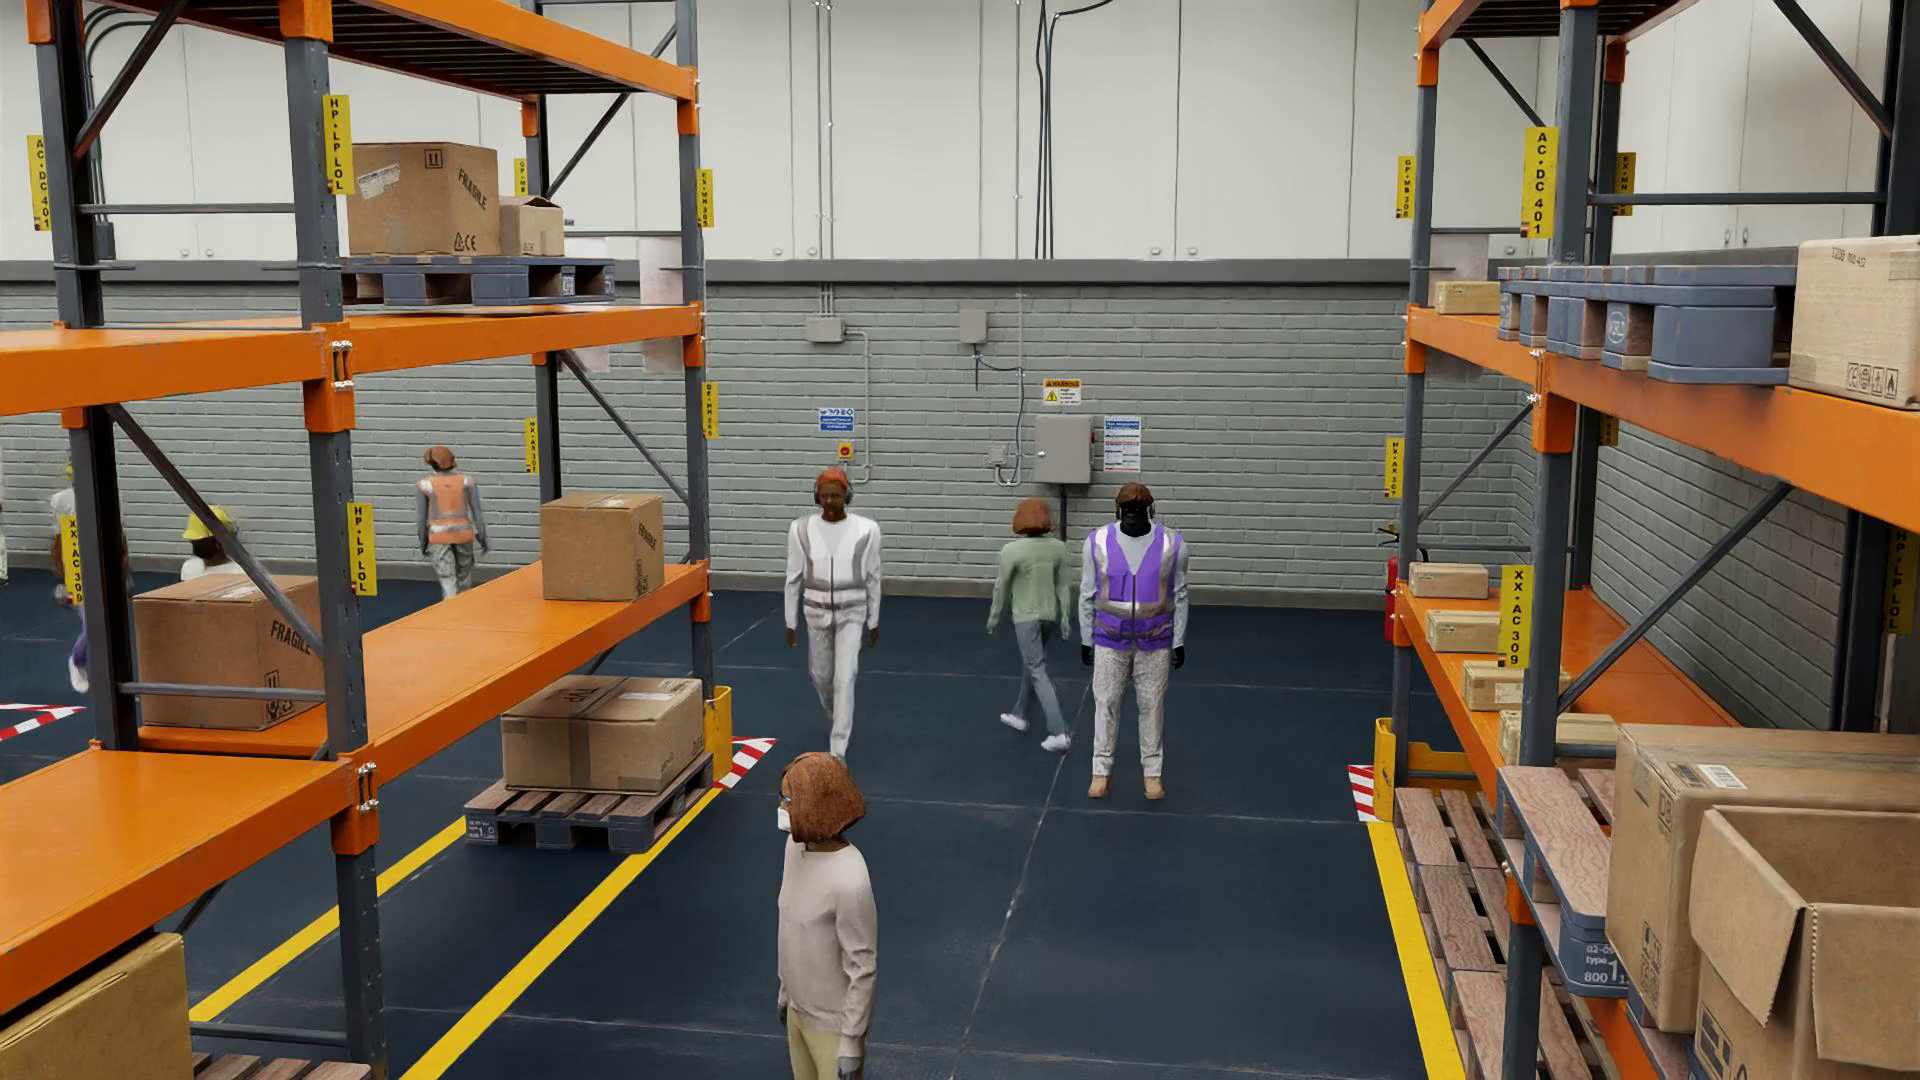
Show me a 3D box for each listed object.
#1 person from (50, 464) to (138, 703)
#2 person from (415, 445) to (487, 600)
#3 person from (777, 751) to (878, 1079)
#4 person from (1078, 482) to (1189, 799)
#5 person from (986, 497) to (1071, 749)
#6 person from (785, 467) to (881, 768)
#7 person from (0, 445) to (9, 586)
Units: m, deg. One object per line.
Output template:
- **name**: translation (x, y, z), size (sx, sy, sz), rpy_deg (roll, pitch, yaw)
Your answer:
- **person**: translation (-6.048, 0.253, 11.587), size (0.543, 1.836, 0.567), rpy_deg (7, 11, 36)
- **person**: translation (-4.209, 0.007, 13.793), size (0.529, 1.603, 0.720), rpy_deg (-5, 11, -29)
- **person**: translation (-0.414, 1.425, 4.959), size (0.274, 1.632, 0.507), rpy_deg (-5, 11, -29)
- **person**: translation (0.993, 0.578, 9.547), size (0.629, 1.842, 0.429), rpy_deg (1, 9, 6)
- **person**: translation (0.482, 0.520, 10.680), size (0.505, 1.589, 0.845), rpy_deg (-7, 11, -36)
- **person**: translation (-0.777, 0.458, 10.268), size (0.582, 1.856, 0.860), rpy_deg (0, 9, 3)
- **person**: translation (-9.424, -0.406, 15.936), size (0.573, 1.738, 0.355), rpy_deg (3, 10, 17)
